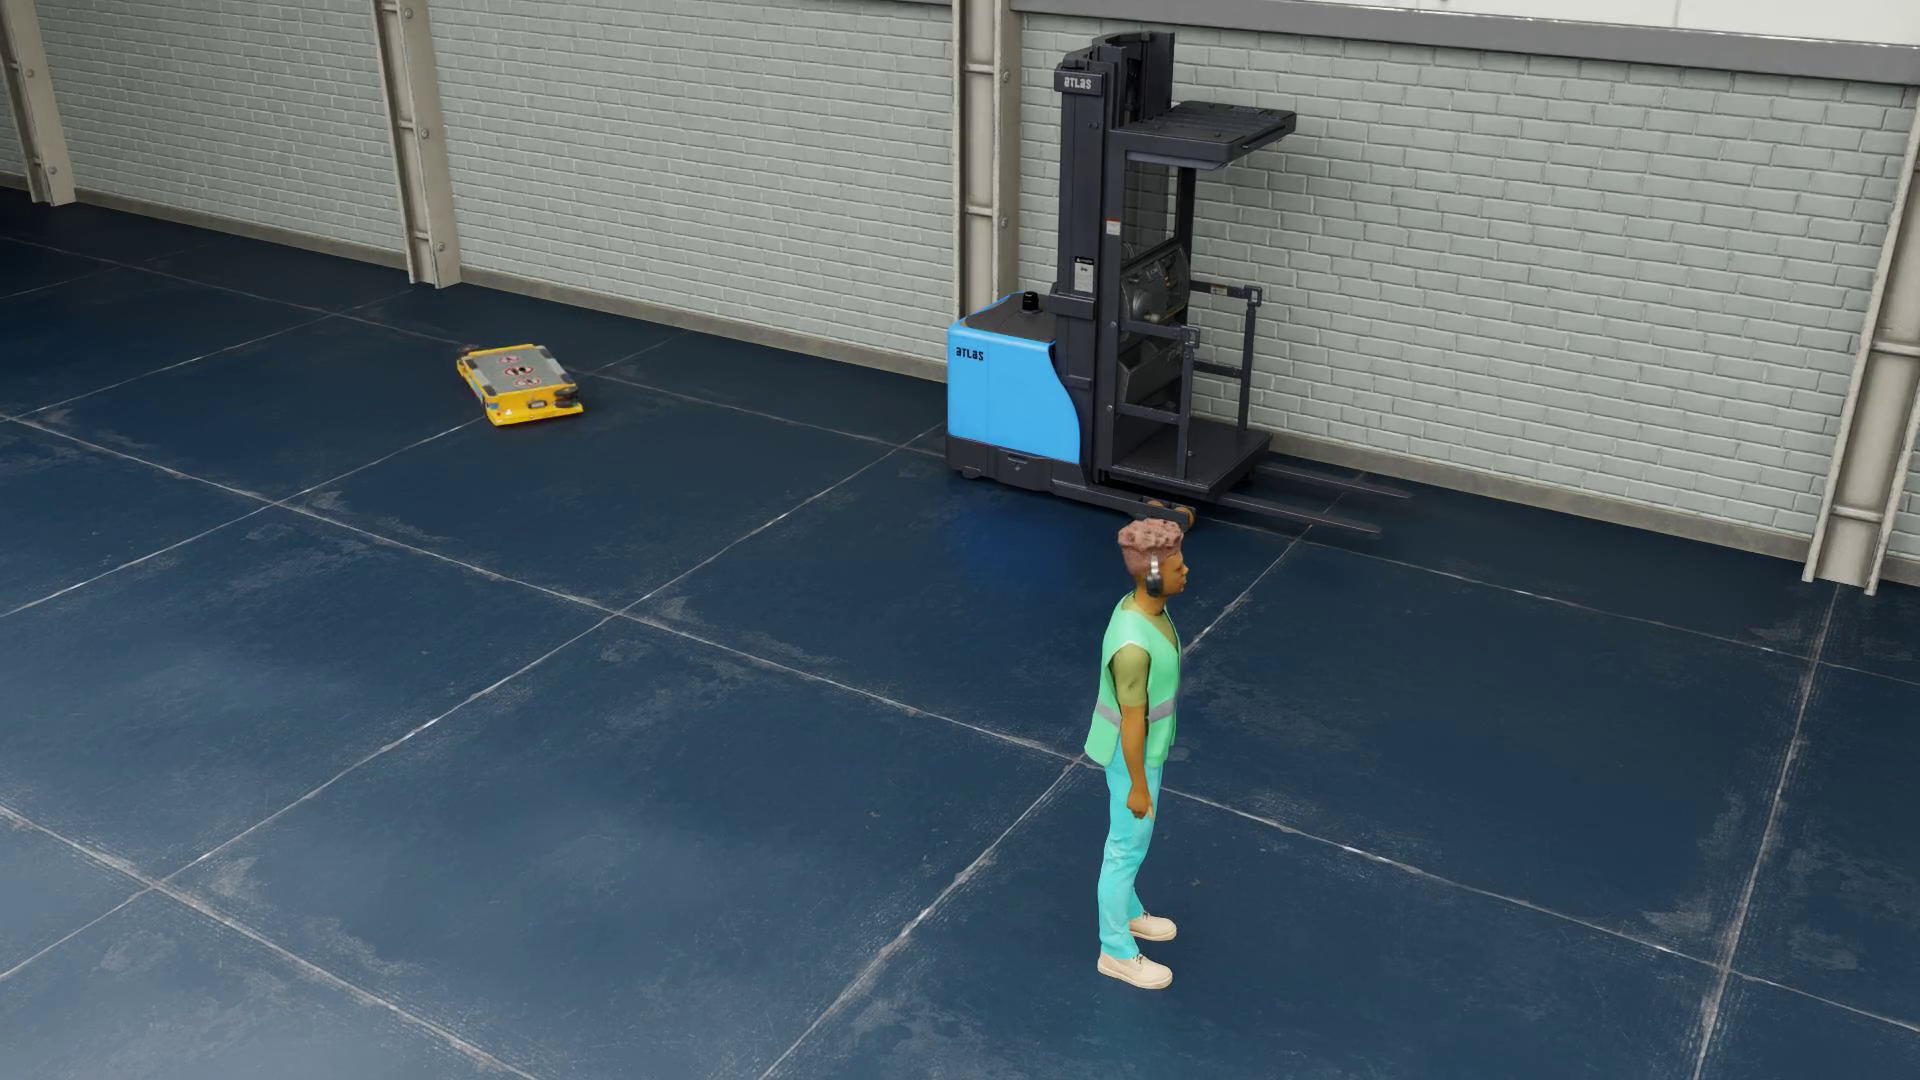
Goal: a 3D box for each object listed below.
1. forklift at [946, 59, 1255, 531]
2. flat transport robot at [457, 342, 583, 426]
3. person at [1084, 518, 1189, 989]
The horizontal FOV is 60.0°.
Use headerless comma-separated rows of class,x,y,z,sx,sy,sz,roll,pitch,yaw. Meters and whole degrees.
forklift,0.933,-1.707,10.833,1.873,2.768,1.129,15,29,28
flat transport robot,-3.425,-1.230,12.860,0.659,0.231,1.431,-12,28,-23
person,0.696,0.828,6.512,0.405,1.979,0.483,5,26,11
